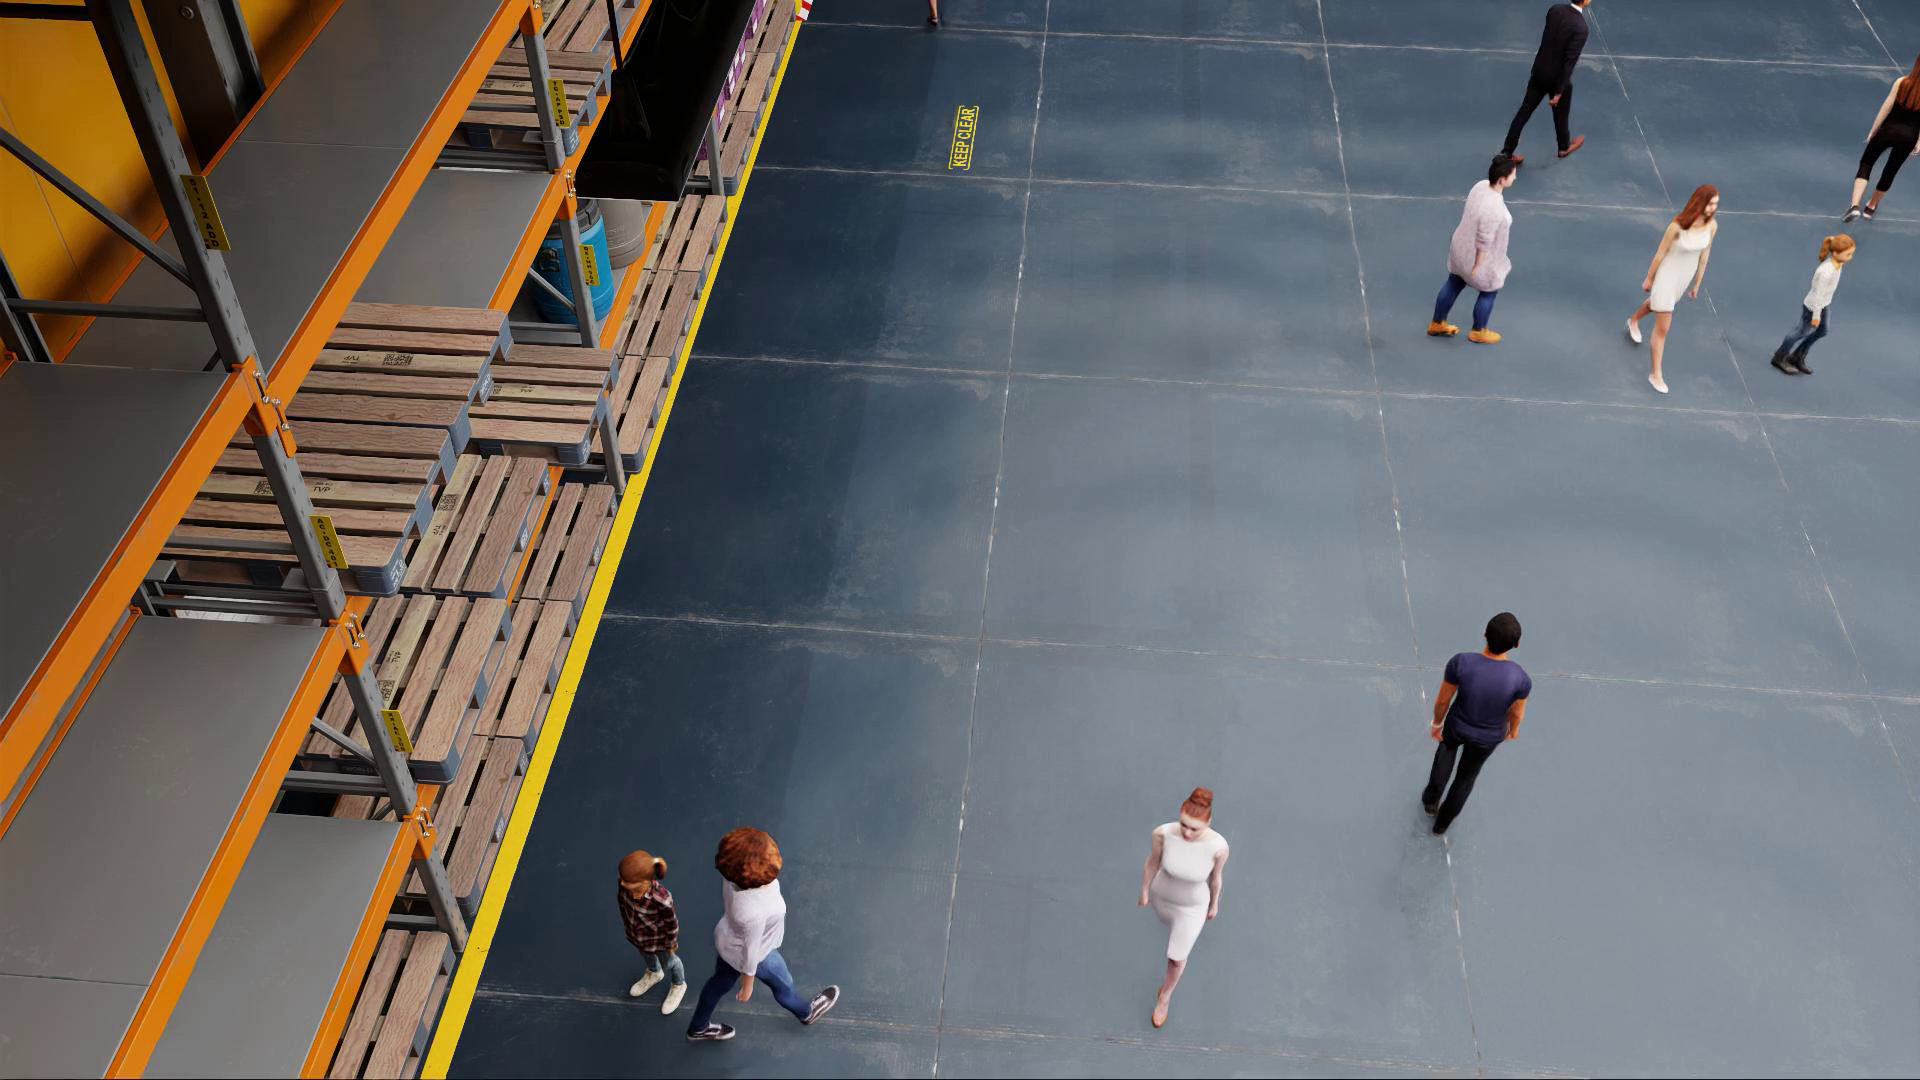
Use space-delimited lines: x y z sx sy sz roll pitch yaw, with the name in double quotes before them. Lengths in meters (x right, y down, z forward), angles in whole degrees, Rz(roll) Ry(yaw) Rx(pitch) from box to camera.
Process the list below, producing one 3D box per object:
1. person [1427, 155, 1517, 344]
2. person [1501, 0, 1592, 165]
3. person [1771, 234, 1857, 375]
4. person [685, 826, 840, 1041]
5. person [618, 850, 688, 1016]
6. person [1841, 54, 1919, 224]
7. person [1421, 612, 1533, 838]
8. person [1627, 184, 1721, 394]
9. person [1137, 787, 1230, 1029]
"person" 4.094 -2.340 13.454 0.810 1.722 0.790 -3 44 -3
"person" 5.388 -4.278 15.409 1.144 1.832 1.205 -19 47 -19
"person" 6.774 -1.899 13.291 0.664 1.306 0.603 34 53 31
"person" -1.221 2.167 8.751 1.053 1.682 1.146 -13 45 -13
"person" -1.685 2.108 9.087 0.601 1.305 0.615 23 48 22
"person" 8.259 -3.532 14.714 0.835 1.709 1.043 21 48 21
"person" 2.992 1.155 9.744 0.740 1.779 0.735 19 47 19
"person" 5.662 -2.126 13.276 0.710 1.657 1.231 -4 44 -4
"person" 1.217 1.870 9.002 0.785 1.768 1.145 15 46 16
